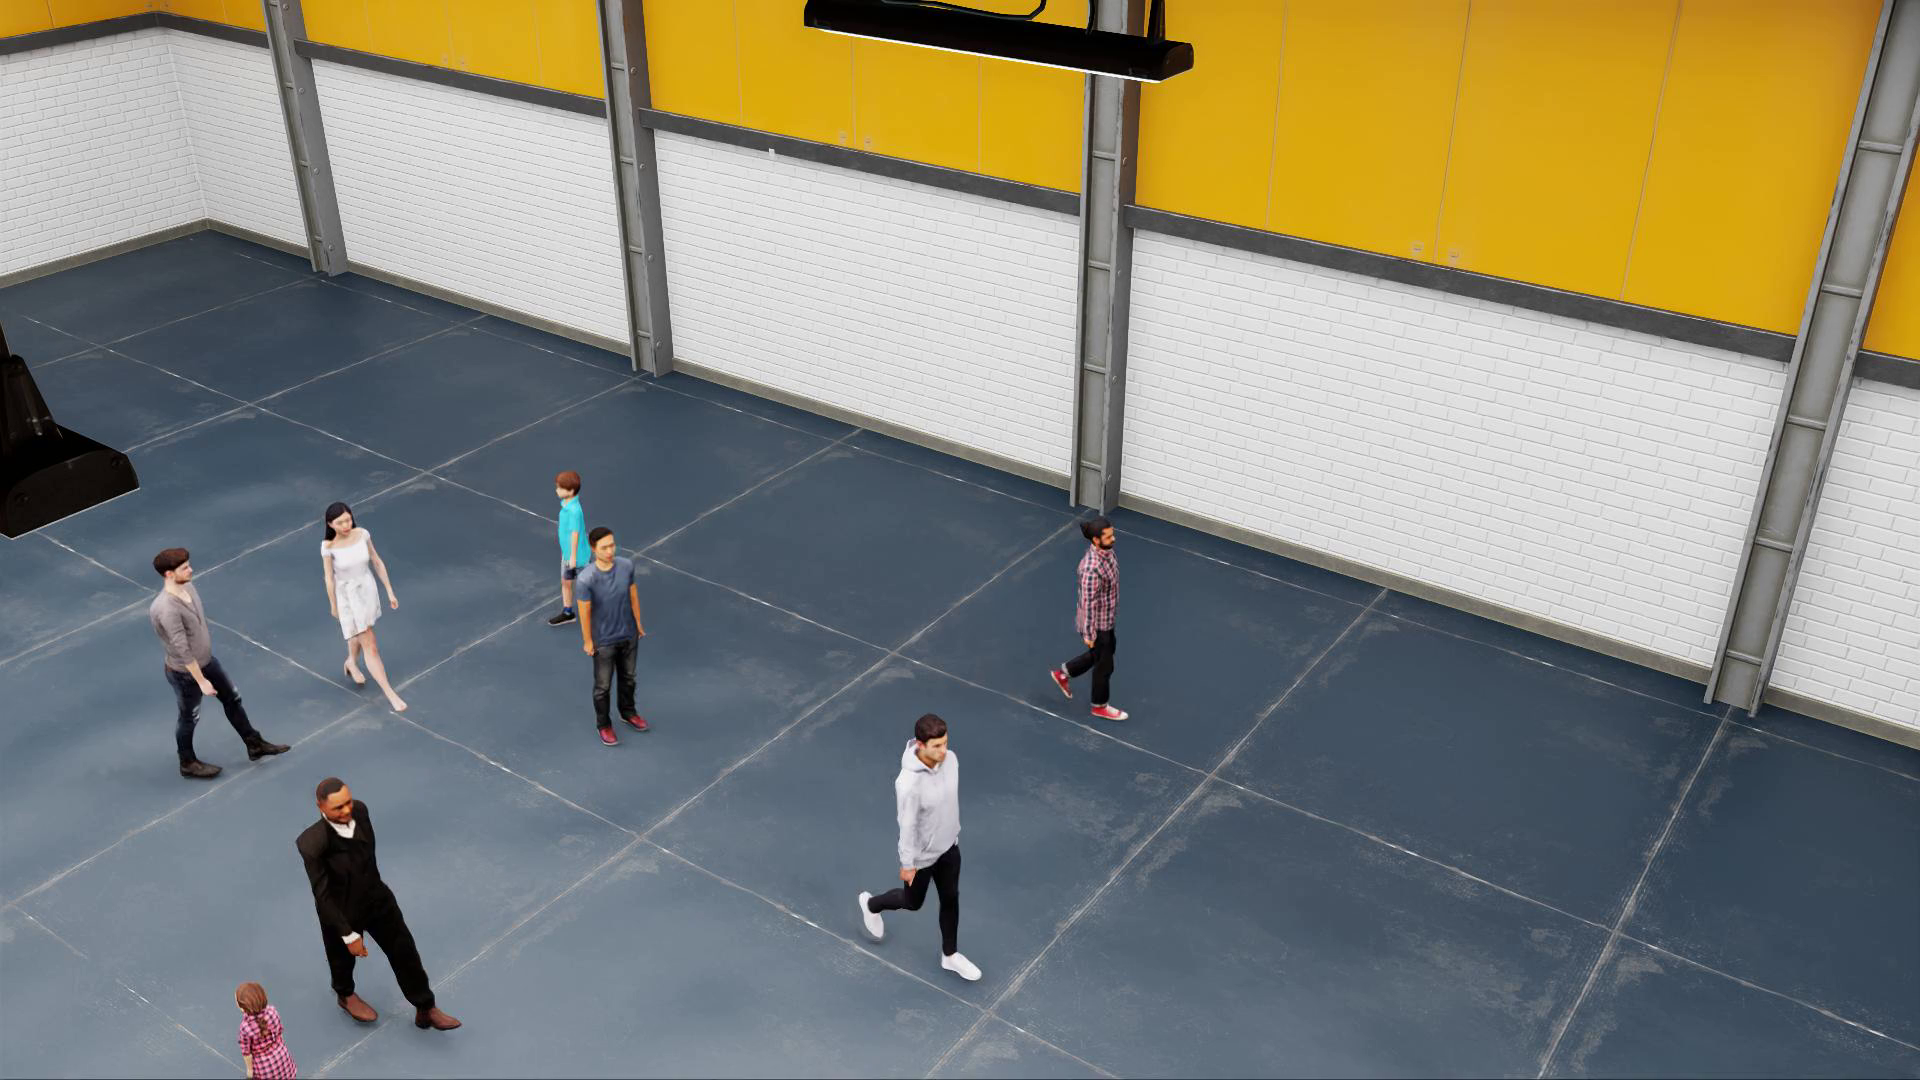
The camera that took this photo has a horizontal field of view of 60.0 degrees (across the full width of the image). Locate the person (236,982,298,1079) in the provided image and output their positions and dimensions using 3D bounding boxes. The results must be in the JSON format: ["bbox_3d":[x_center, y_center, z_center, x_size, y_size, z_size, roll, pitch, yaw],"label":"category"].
[{"bbox_3d":[-3.917,2.913,9.391,0.473,1.021,0.448,13,31,22],"label":"person"}]

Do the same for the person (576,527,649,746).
[{"bbox_3d":[-2.648,0.695,12.633,0.703,1.809,0.629,-23,36,-36],"label":"person"}]

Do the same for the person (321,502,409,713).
[{"bbox_3d":[-4.789,0.476,13.123,1.206,1.724,0.736,24,37,36],"label":"person"}]

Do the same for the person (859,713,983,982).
[{"bbox_3d":[-0.273,1.870,10.377,1.162,1.907,0.736,21,35,33],"label":"person"}]

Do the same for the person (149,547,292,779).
[{"bbox_3d":[-5.696,0.935,12.125,1.140,1.876,1.023,0,29,0],"label":"person"}]

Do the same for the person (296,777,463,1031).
[{"bbox_3d":[-3.683,2.159,9.895,1.159,1.862,0.749,15,32,25],"label":"person"}]

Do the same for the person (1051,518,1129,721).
[{"bbox_3d":[1.008,0.596,12.882,1.001,1.745,0.877,8,30,14],"label":"person"}]
